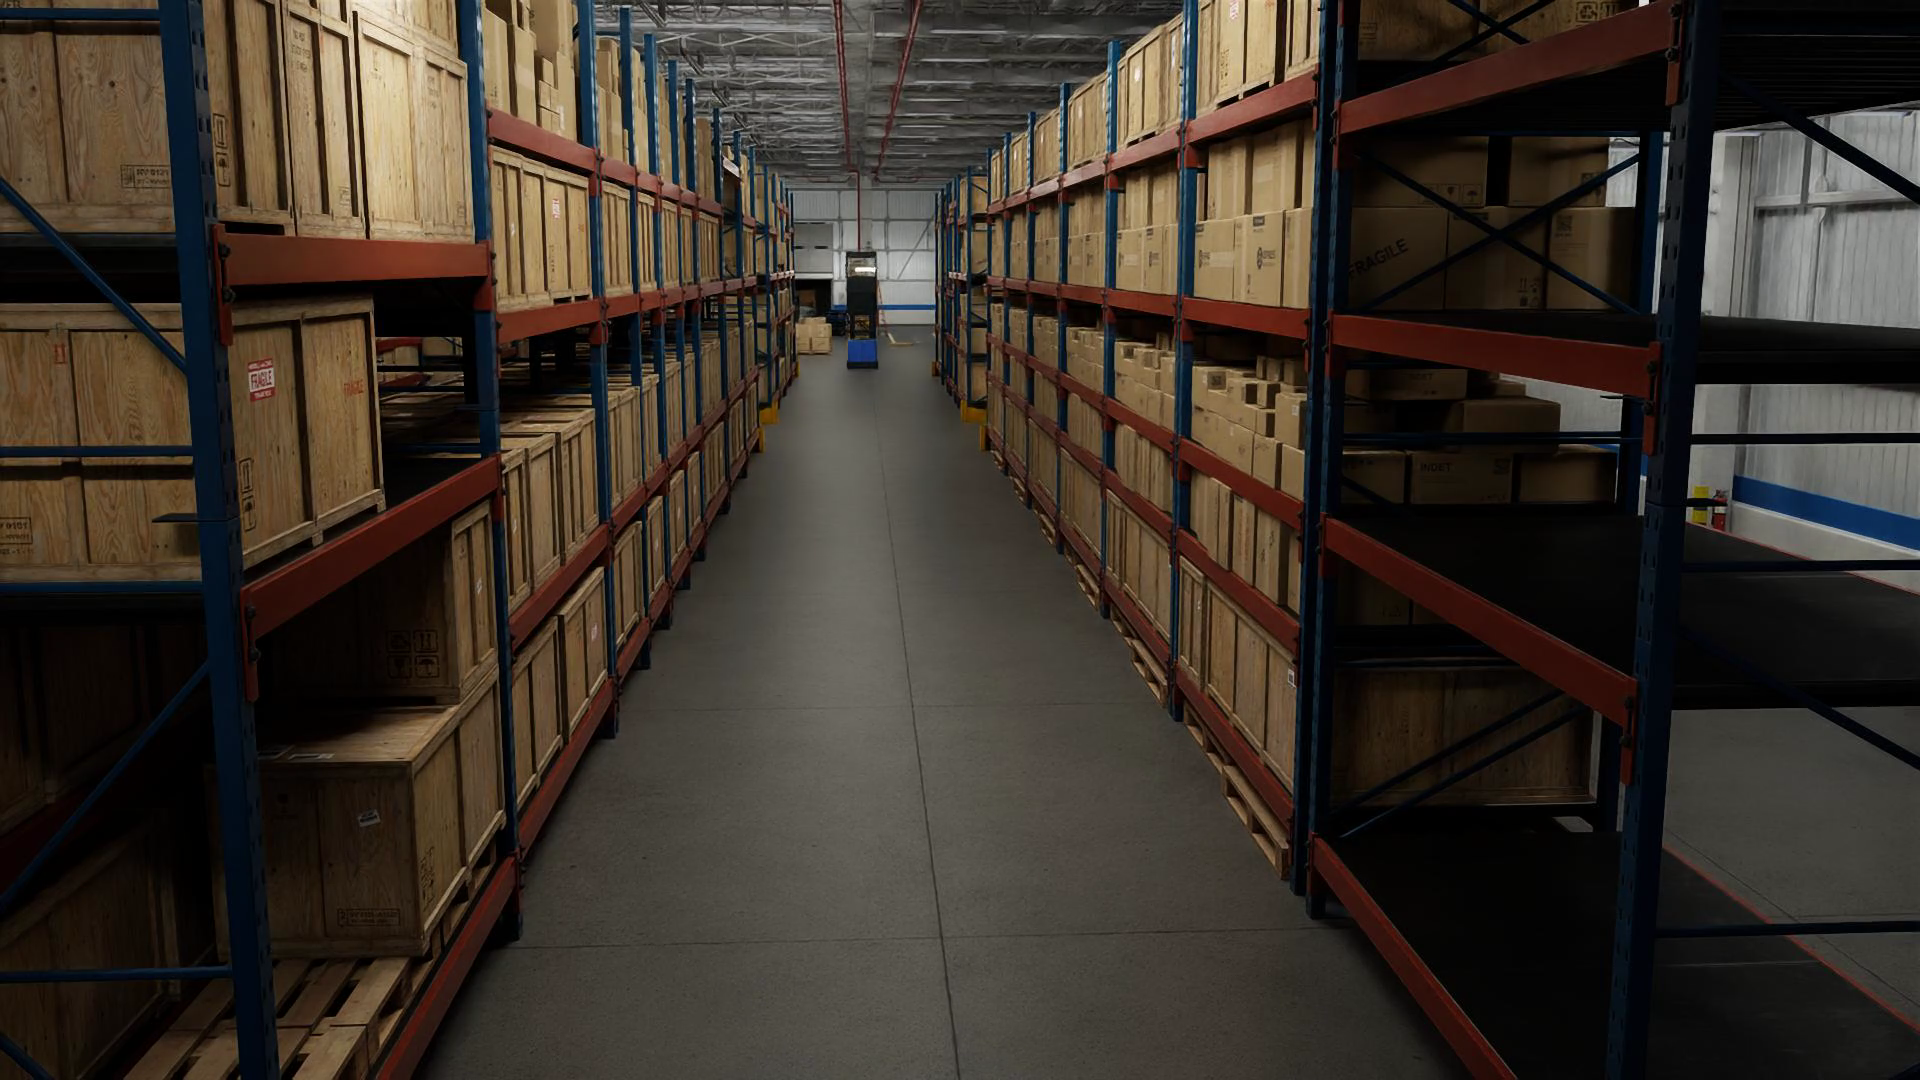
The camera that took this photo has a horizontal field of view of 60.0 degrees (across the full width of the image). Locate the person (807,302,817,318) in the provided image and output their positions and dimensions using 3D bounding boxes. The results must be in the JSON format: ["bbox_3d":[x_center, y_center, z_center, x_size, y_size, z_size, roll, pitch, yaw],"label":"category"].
[{"bbox_3d":[-7.294,-10.851,82.269,1.040,1.882,0.628,3,10,16],"label":"person"}]

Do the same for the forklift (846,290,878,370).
[{"bbox_3d":[-3.489,-7.495,59.240,1.129,2.768,1.873,-1,10,-4],"label":"forklift"}]

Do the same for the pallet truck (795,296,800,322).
[{"bbox_3d":[-8.622,-12.439,91.403,1.885,1.965,0.823,2,10,13],"label":"pallet truck"}]

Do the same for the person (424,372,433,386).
[{"bbox_3d":[-10.954,-2.694,34.032,0.892,1.722,0.526,-1,10,-4],"label":"person"}]
